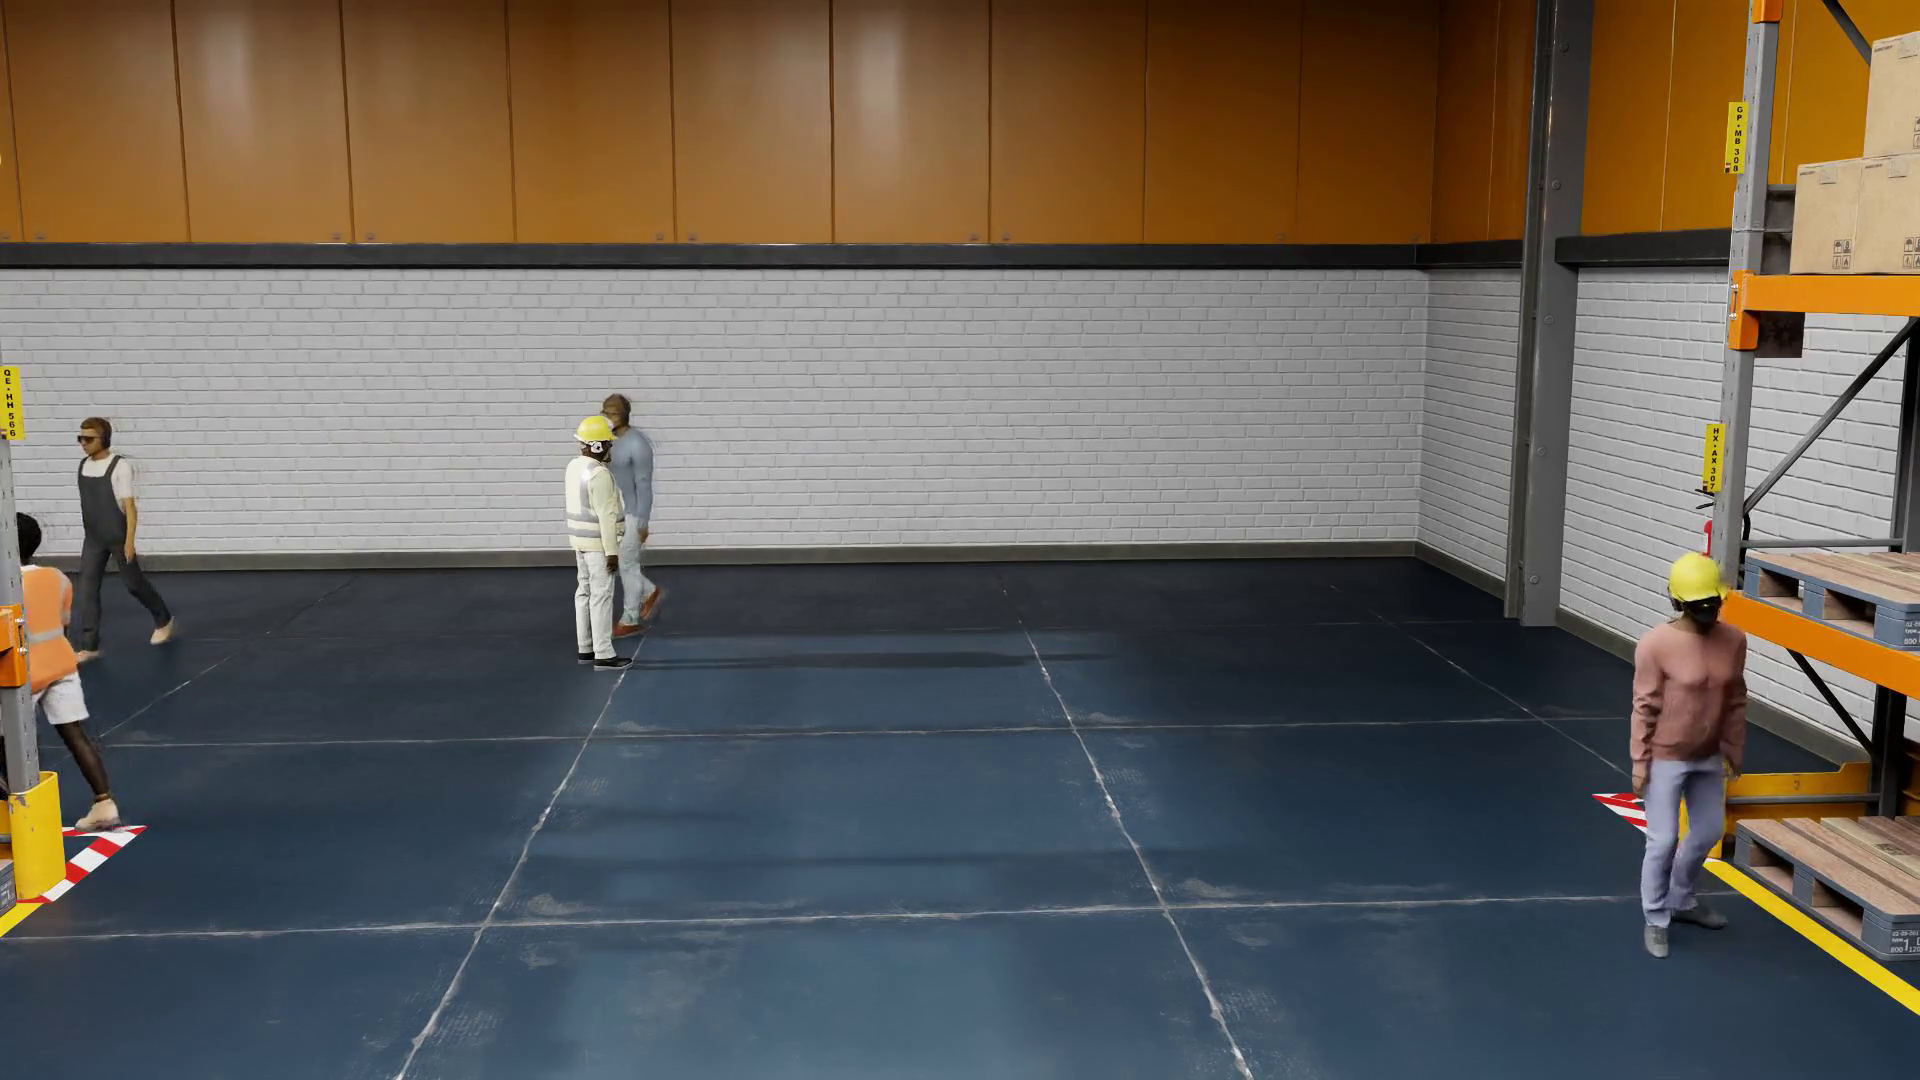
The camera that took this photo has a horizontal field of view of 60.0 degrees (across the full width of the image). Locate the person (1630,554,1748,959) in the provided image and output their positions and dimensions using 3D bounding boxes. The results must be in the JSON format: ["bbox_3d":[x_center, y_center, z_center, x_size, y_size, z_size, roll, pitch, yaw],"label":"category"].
[{"bbox_3d":[3.018,0.885,6.913,0.613,1.729,0.510,-3,9,-17],"label":"person"}]

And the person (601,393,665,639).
[{"bbox_3d":[-2.583,-0.196,13.048,0.655,1.924,0.531,9,13,44],"label":"person"}]

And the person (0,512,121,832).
[{"bbox_3d":[-4.678,0.676,8.422,0.872,1.650,0.540,3,9,17],"label":"person"}]

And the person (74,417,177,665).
[{"bbox_3d":[-6.301,-0.031,12.417,0.517,1.810,0.949,2,9,14],"label":"person"}]

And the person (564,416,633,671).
[{"bbox_3d":[-2.607,0.020,11.981,0.404,1.831,0.600,-7,11,-36],"label":"person"}]
